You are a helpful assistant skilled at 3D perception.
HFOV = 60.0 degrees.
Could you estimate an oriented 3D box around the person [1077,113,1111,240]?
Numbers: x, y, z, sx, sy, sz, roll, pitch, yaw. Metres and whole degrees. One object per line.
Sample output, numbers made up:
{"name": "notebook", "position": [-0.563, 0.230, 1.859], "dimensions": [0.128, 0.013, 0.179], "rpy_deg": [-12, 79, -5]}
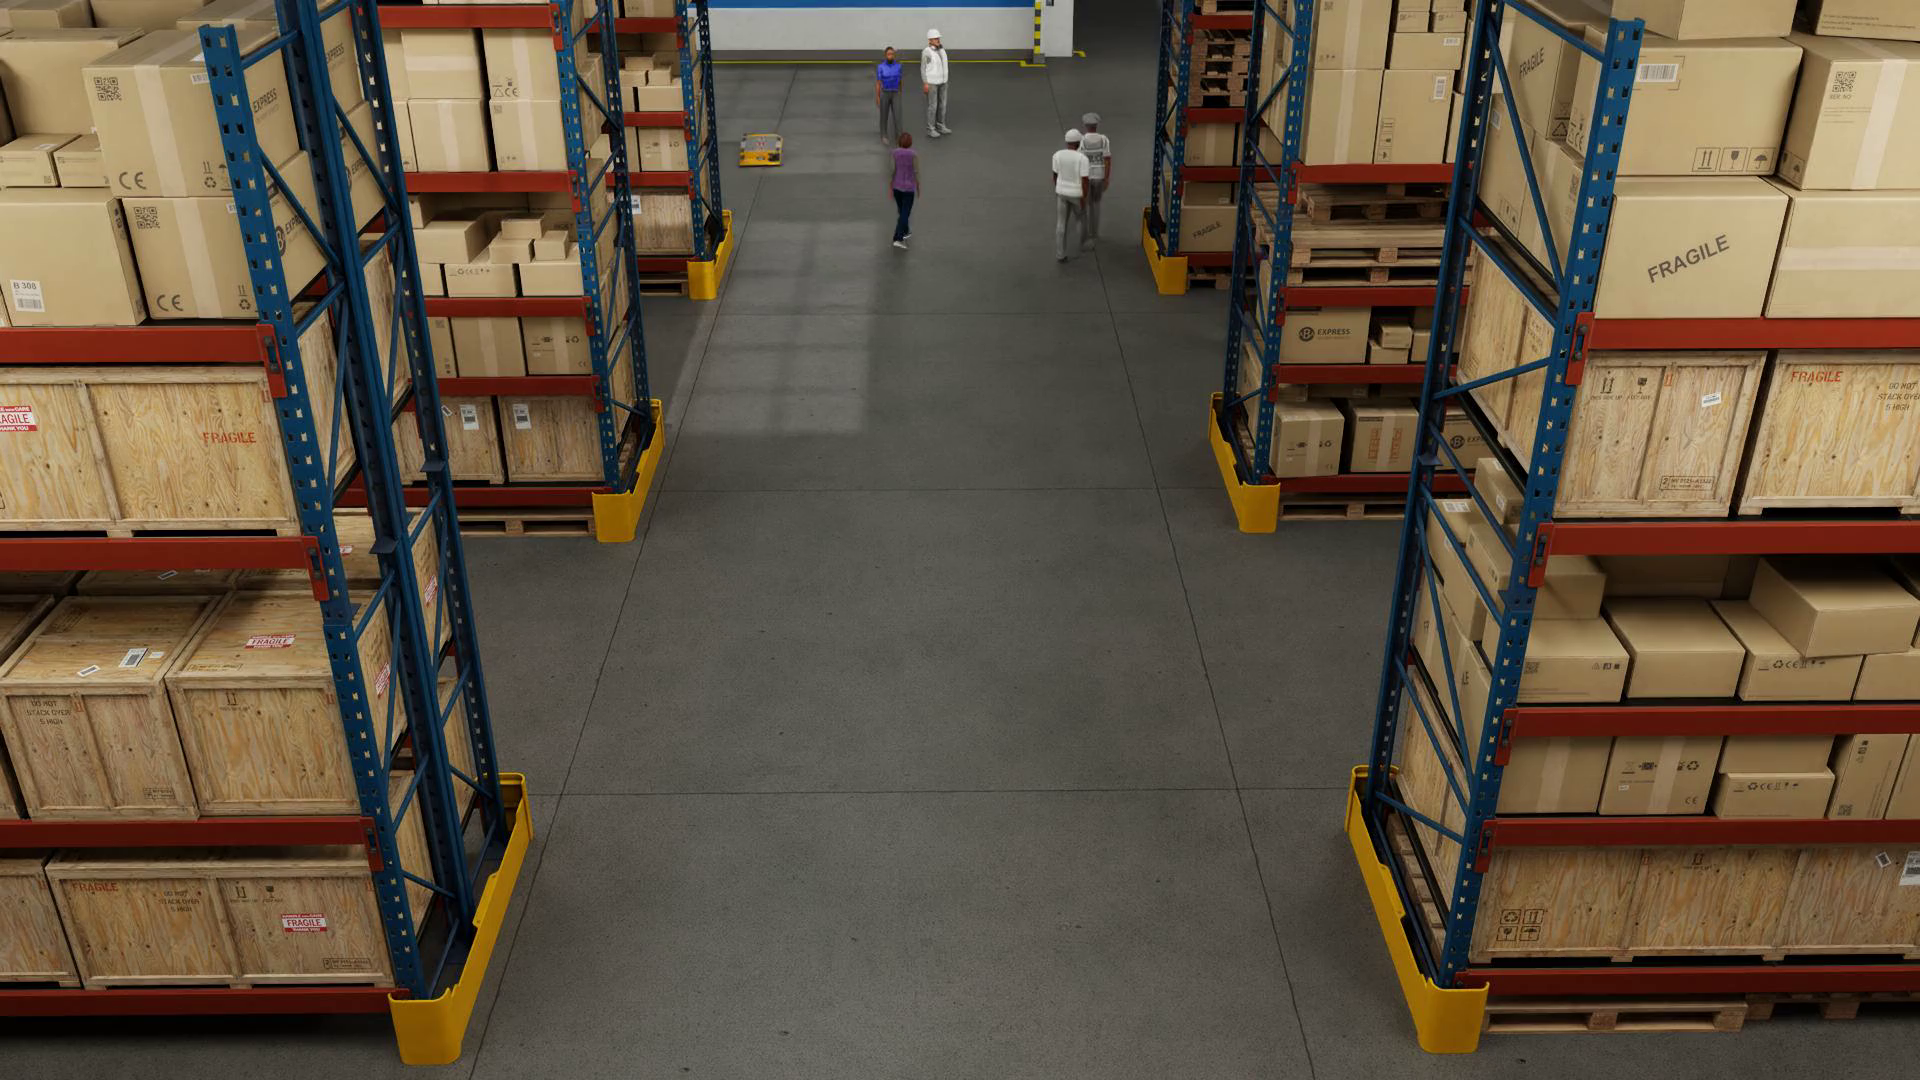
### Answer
{"name": "person", "position": [1.800, -5.127, 23.407], "dimensions": [0.547, 1.771, 0.690], "rpy_deg": [-7, 29, -13]}

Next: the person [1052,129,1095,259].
{"name": "person", "position": [1.552, -4.765, 22.731], "dimensions": [0.593, 1.749, 0.795], "rpy_deg": [13, 31, 23]}

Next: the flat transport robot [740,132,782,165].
{"name": "flat transport robot", "position": [-3.293, -6.468, 27.583], "dimensions": [0.659, 0.255, 1.431], "rpy_deg": [-2, 28, -3]}

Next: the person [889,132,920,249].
{"name": "person", "position": [-0.776, -4.892, 23.208], "dimensions": [0.414, 1.563, 0.873], "rpy_deg": [12, 30, 21]}

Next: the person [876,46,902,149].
{"name": "person", "position": [-1.167, -7.374, 27.753], "dimensions": [0.451, 1.646, 0.786], "rpy_deg": [-6, 29, -11]}

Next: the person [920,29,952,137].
{"name": "person", "position": [-0.395, -7.836, 28.476], "dimensions": [0.394, 1.773, 0.530], "rpy_deg": [24, 37, 37]}
